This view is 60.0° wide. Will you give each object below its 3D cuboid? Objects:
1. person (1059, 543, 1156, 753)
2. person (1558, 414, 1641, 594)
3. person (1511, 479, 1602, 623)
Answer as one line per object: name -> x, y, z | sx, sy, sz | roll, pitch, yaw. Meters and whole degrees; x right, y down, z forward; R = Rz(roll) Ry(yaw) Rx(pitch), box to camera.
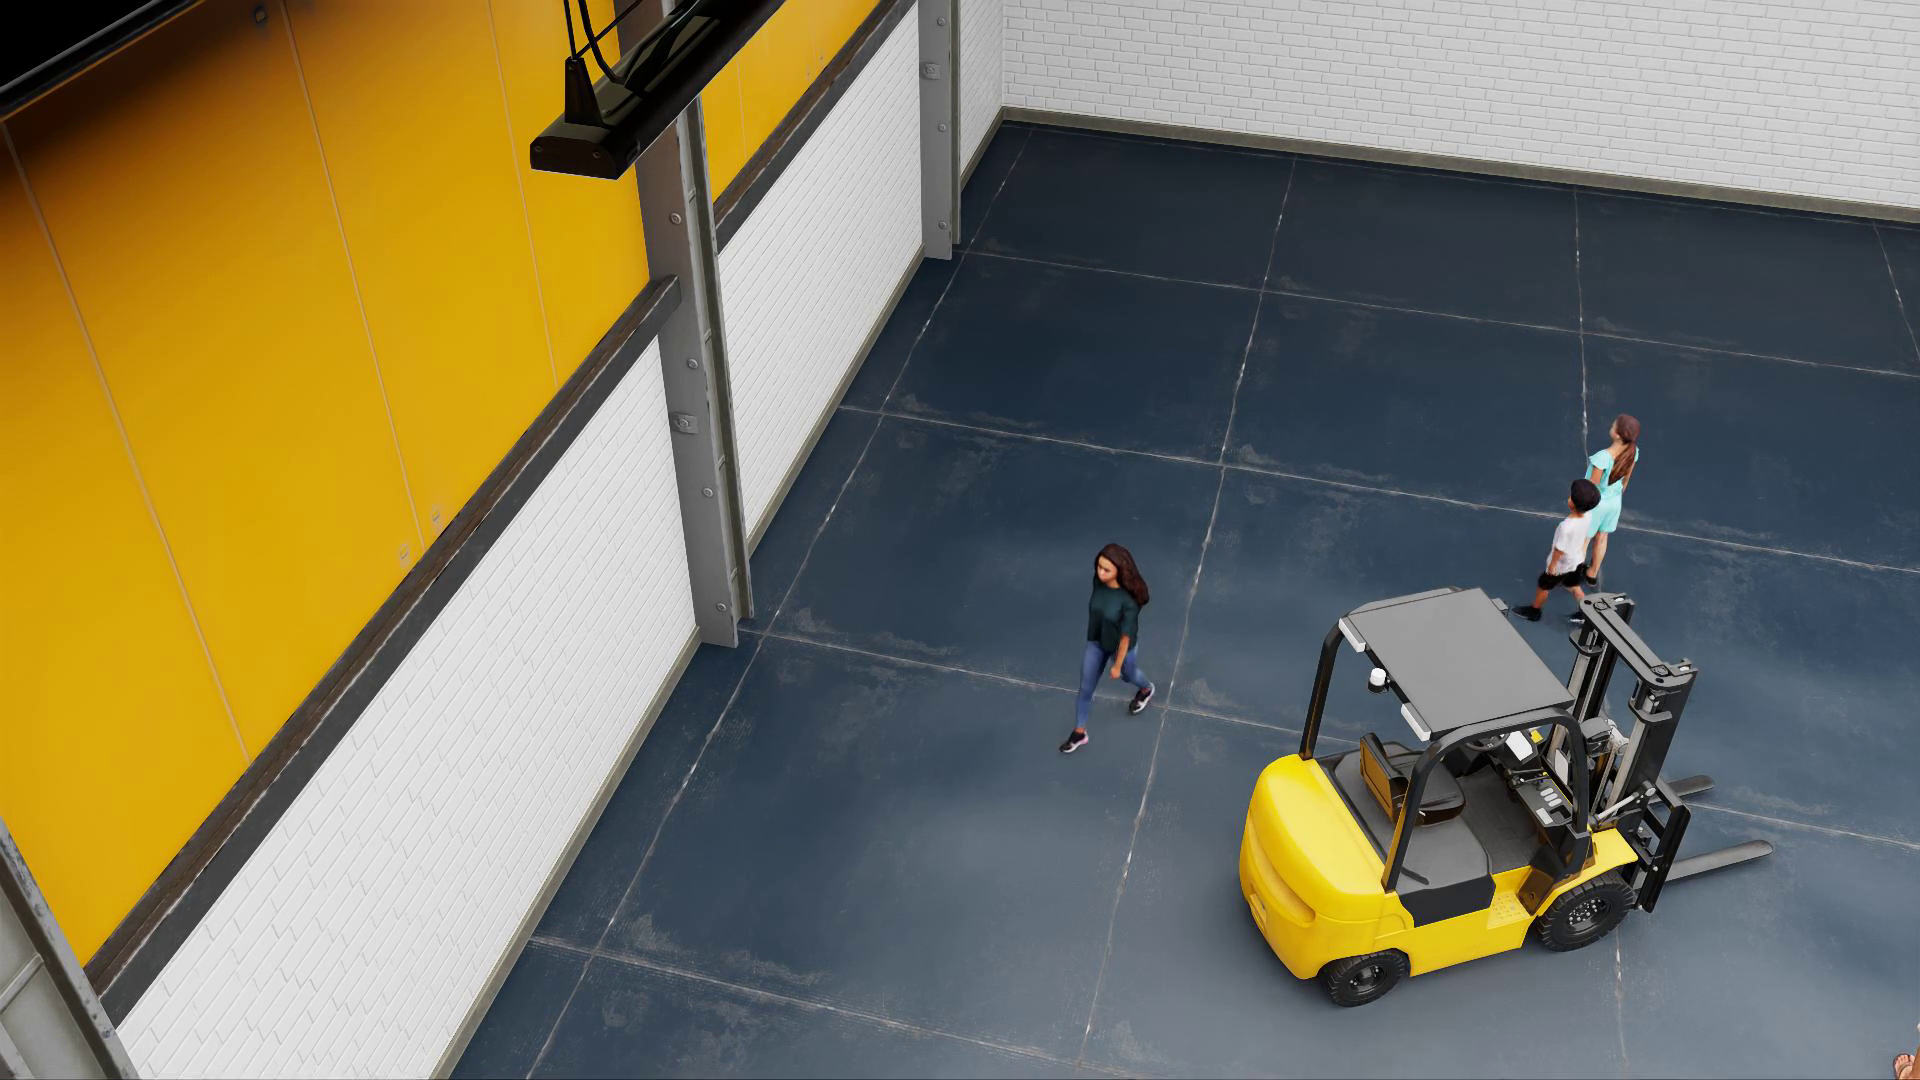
person -> 1.086, 0.677, 11.109 | 1.178, 1.577, 0.964 | -31, 48, -33
person -> 4.749, -0.282, 12.326 | 0.648, 1.558, 0.690 | -12, 40, -15
person -> 4.472, 0.120, 12.070 | 0.797, 1.249, 0.796 | -28, 47, -31
